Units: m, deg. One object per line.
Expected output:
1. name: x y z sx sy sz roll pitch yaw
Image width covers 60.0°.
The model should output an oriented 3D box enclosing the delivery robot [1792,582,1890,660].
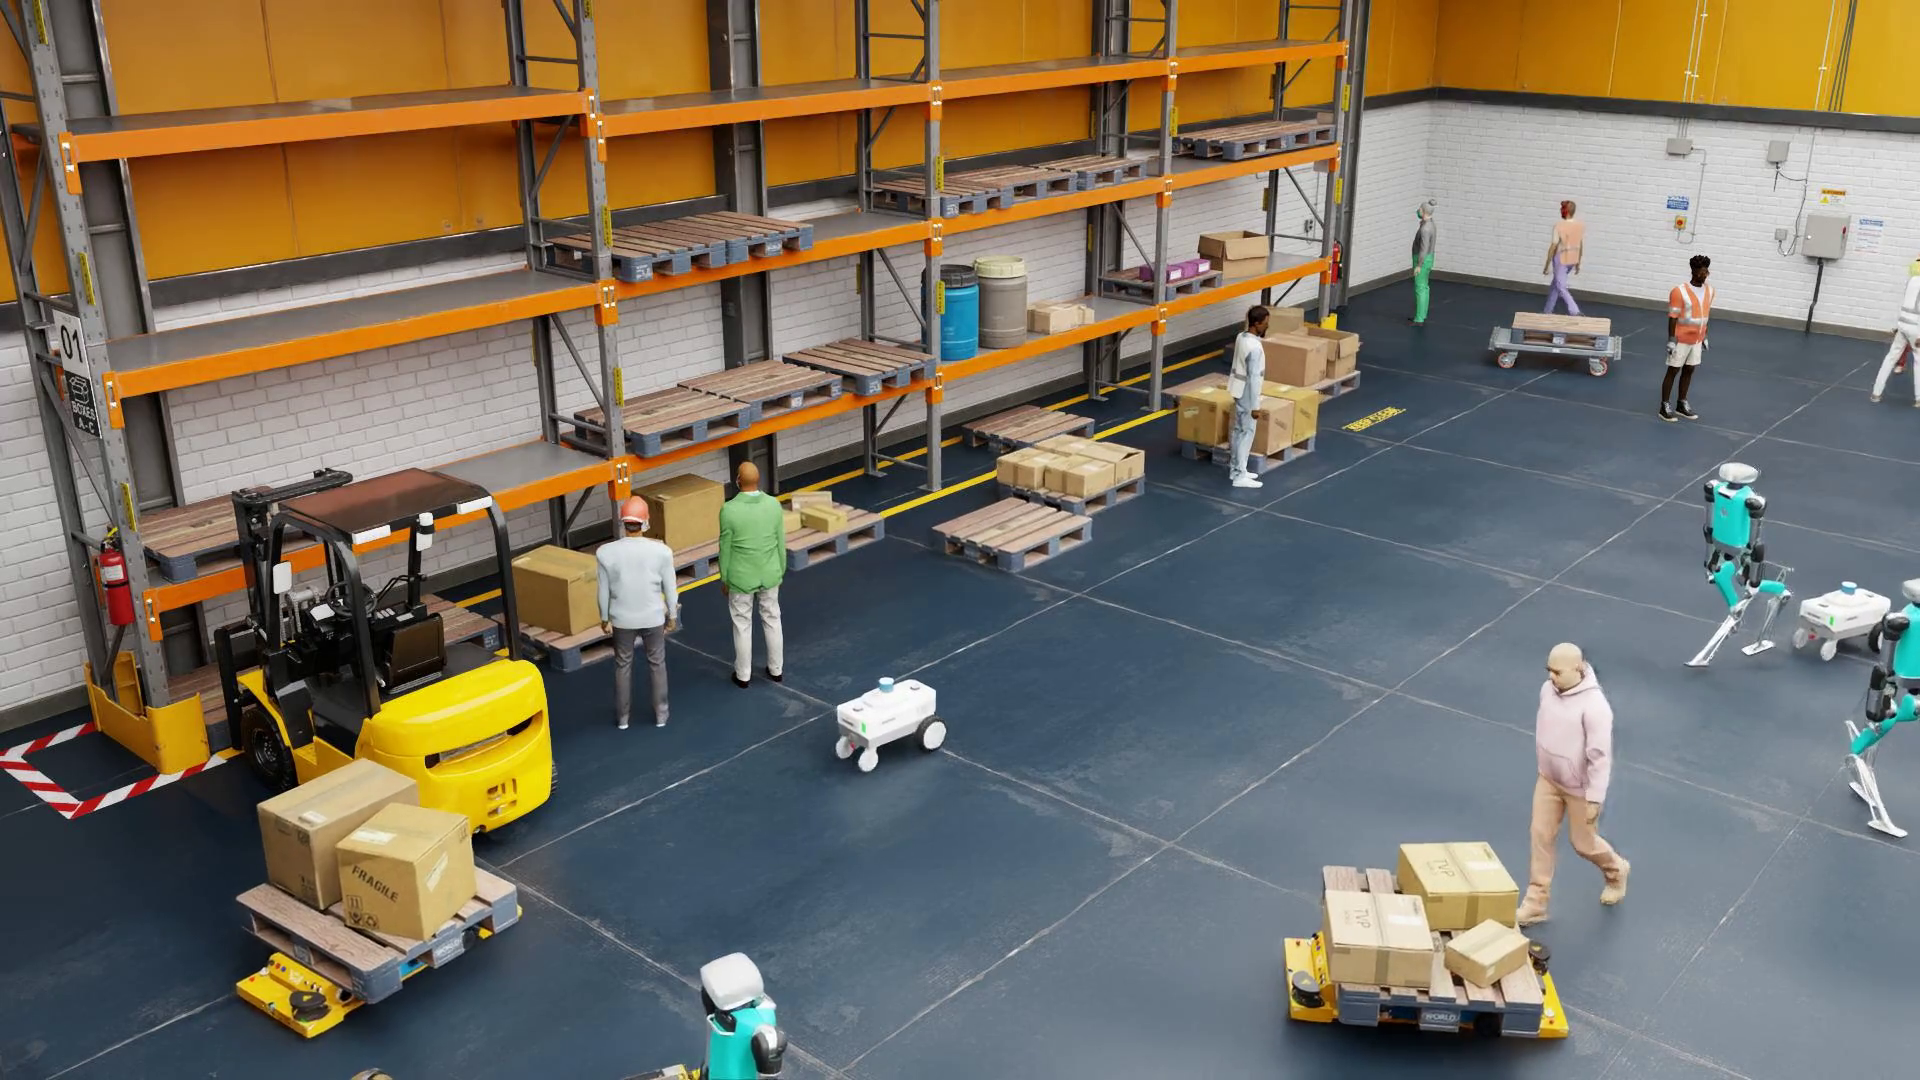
1. delivery robot: 7.141 0.636 13.429 0.808 0.604 0.499 -9 22 -23

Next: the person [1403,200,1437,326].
1. person: 6.737 -4.051 24.259 0.330 1.839 0.523 10 22 24

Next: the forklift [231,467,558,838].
1. forklift: -3.730 0.710 10.856 2.313 2.155 1.214 17 26 38

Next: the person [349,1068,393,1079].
1. person: -2.014 2.684 5.871 0.353 1.936 0.634 5 21 13

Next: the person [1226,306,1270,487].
1. person: 2.978 -1.482 17.210 0.413 1.907 0.597 -2 20 -4

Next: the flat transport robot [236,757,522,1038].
1. flat transport robot: -3.261 2.271 9.396 0.659 0.231 1.431 14 24 33

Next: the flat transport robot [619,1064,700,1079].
1. flat transport robot: -1.658 2.855 7.814 1.431 0.231 0.659 -9 22 -22

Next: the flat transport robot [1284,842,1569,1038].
1. flat transport robot: 2.513 2.395 9.062 1.431 0.231 0.659 2 20 7

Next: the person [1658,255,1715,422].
1. person: 8.561 -2.378 19.548 0.605 1.965 0.368 -8 22 -21

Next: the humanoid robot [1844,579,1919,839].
1. humanoid robot: 5.957 1.001 10.749 0.575 1.770 0.898 -3 21 -9

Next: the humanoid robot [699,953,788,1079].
1. humanoid robot: -1.055 2.535 6.571 0.757 1.790 0.548 -14 24 -32

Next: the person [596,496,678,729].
1. person: -2.319 0.523 12.007 0.575 1.737 0.351 -2 20 -6

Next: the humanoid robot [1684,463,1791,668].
1. humanoid robot: 6.170 0.212 12.937 1.042 1.741 0.532 -9 22 -22

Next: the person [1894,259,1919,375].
1. person: 12.462 -3.007 21.541 0.471 1.768 0.411 14 25 34

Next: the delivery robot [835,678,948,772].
1. delivery robot: -0.507 1.243 11.722 0.734 0.560 0.499 -17 26 -39

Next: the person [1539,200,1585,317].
1. person: 8.860 -4.051 24.311 0.571 1.806 0.897 -11 23 -26

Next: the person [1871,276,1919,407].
1. person: 11.585 -2.543 20.173 0.666 1.851 0.626 -1 20 -4

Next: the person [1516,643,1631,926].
1. person: 3.595 1.400 9.633 0.786 1.751 0.570 -9 22 -24

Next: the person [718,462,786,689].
1. person: -1.571 0.269 12.658 0.534 1.778 0.390 -11 23 -28
